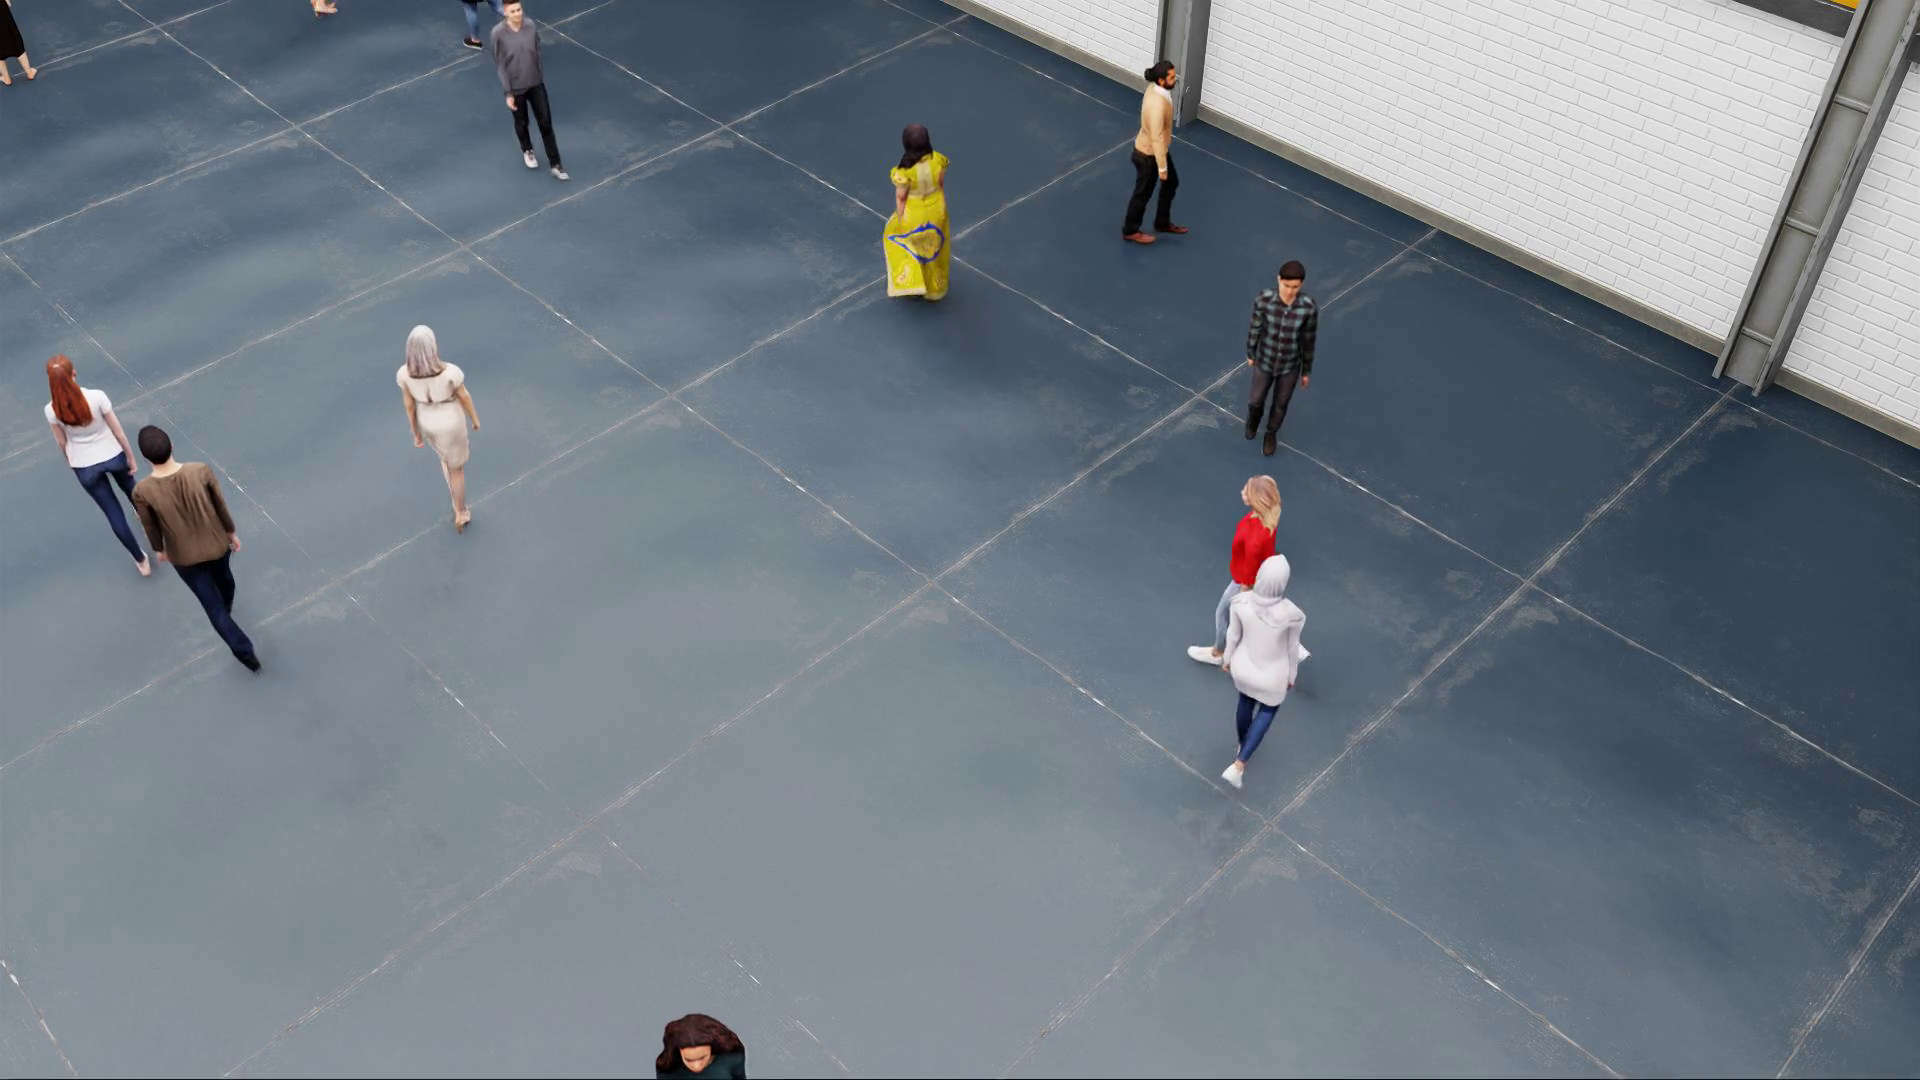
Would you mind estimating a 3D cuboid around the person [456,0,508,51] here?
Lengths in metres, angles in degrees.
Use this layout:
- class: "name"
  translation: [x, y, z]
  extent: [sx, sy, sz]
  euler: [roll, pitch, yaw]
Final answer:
- class: "person"
  translation: [-4.826, -5.699, 16.930]
  extent: [1.173, 1.653, 0.855]
  euler: [20, 47, 19]

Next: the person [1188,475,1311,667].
- class: "person"
  translation: [1.925, 0.278, 10.634]
  extent: [1.116, 1.683, 0.881]
  euler: [15, 46, 16]

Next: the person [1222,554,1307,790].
- class: "person"
  translation: [1.769, 0.846, 9.983]
  extent: [0.892, 1.758, 0.818]
  euler: [22, 48, 21]

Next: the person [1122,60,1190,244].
- class: "person"
  translation: [1.590, -3.351, 14.404]
  extent: [0.979, 1.737, 0.902]
  euler: [8, 44, 8]

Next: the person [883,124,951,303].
- class: "person"
  translation: [-0.284, -2.633, 13.716]
  extent: [0.908, 1.646, 0.914]
  euler: [-20, 47, -20]

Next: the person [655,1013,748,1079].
- class: "person"
  translation: [-1.213, 2.780, 8.056]
  extent: [0.705, 1.617, 0.738]
  euler: [-11, 45, -12]

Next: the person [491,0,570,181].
- class: "person"
  translation: [-4.051, -4.215, 15.316]
  extent: [0.787, 1.731, 1.043]
  euler: [-21, 47, -21]

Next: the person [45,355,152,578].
- class: "person"
  translation: [-5.870, -0.458, 11.396]
  extent: [0.708, 1.698, 1.114]
  euler: [-25, 49, -24]

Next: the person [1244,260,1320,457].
- class: "person"
  translation: [2.399, -1.408, 12.408]
  extent: [0.767, 1.703, 0.836]
  euler: [9, 44, 9]

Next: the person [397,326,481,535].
- class: "person"
  translation: [-3.615, -0.706, 11.639]
  extent: [0.736, 1.722, 0.795]
  euler: [-1, 44, -1]

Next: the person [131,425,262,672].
- class: "person"
  translation: [-4.883, 0.098, 10.710]
  extent: [0.743, 1.839, 1.171]
  euler: [-29, 51, -27]
